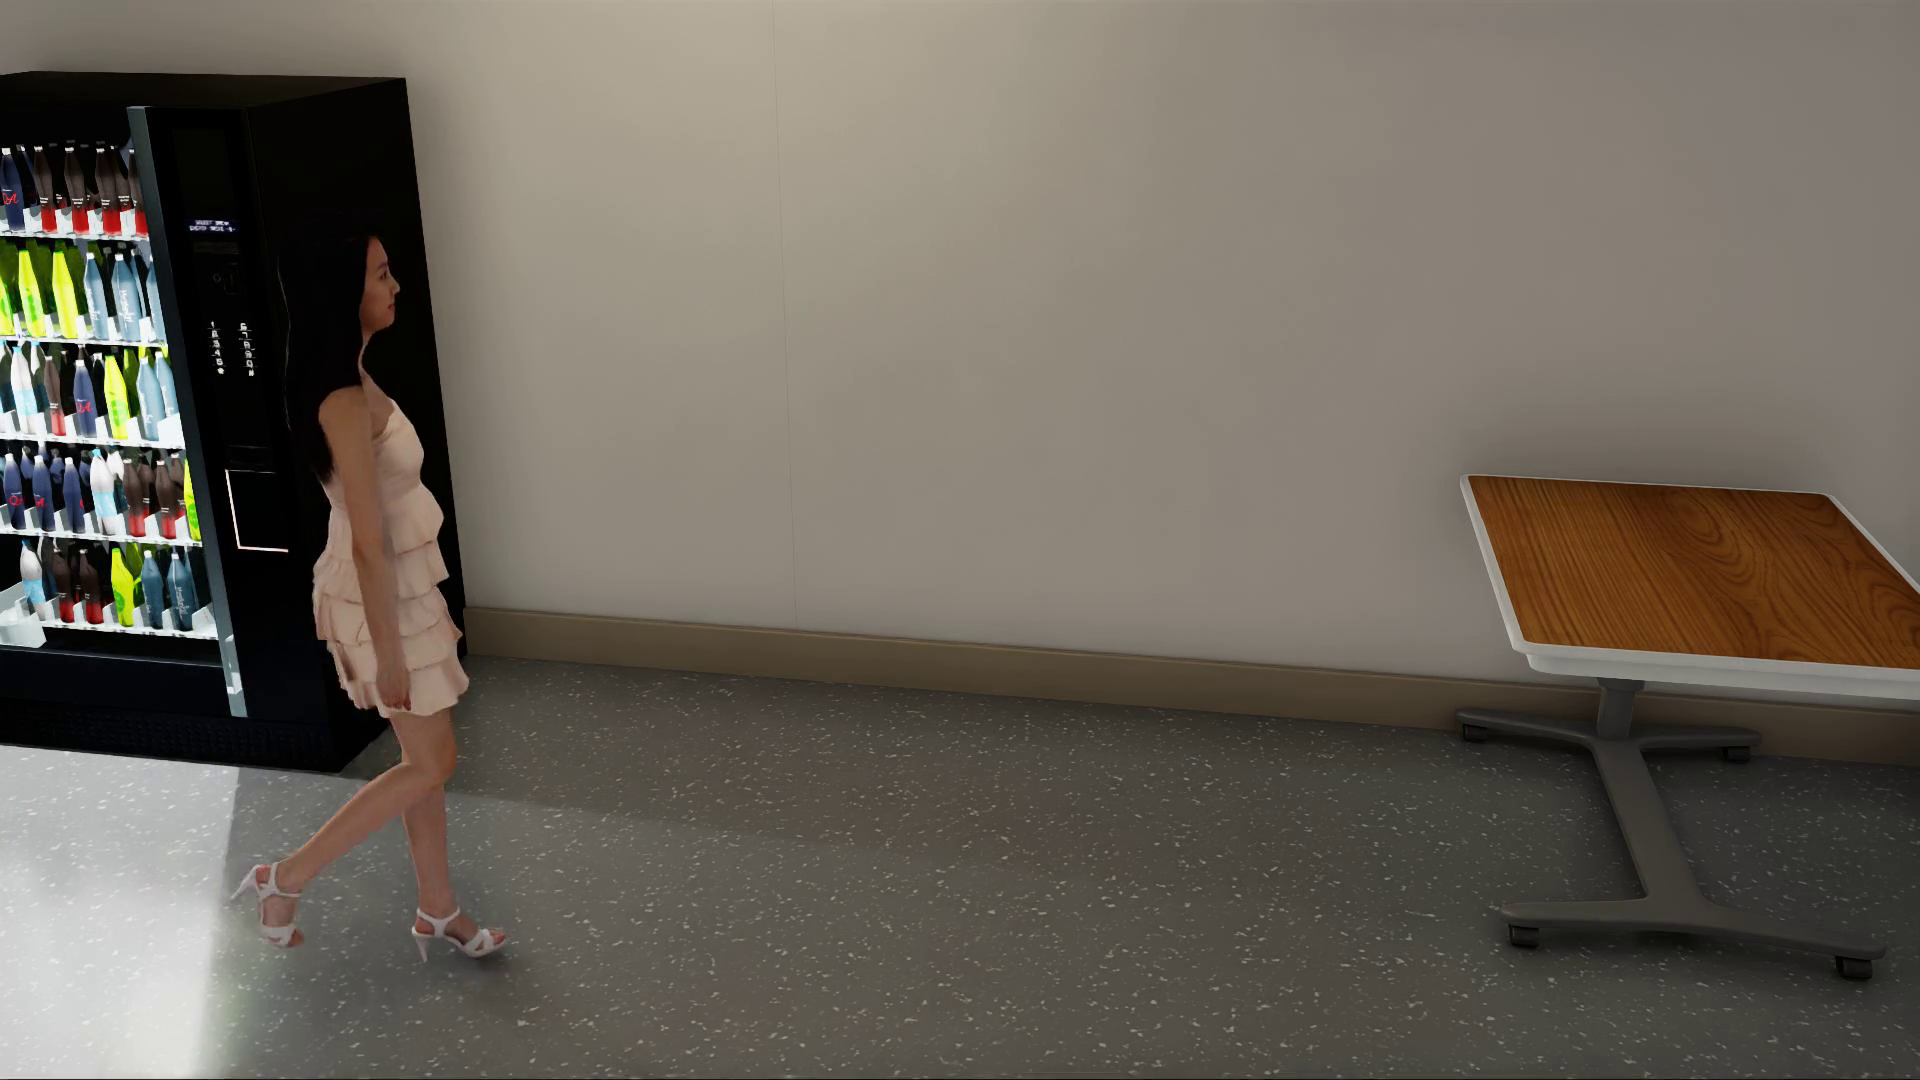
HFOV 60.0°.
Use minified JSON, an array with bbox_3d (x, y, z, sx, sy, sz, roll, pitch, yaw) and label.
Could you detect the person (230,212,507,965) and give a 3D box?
[{"bbox_3d":[-1.316,0.184,3.524,0.898,1.724,0.795,-9,22,-22],"label":"person"}]
